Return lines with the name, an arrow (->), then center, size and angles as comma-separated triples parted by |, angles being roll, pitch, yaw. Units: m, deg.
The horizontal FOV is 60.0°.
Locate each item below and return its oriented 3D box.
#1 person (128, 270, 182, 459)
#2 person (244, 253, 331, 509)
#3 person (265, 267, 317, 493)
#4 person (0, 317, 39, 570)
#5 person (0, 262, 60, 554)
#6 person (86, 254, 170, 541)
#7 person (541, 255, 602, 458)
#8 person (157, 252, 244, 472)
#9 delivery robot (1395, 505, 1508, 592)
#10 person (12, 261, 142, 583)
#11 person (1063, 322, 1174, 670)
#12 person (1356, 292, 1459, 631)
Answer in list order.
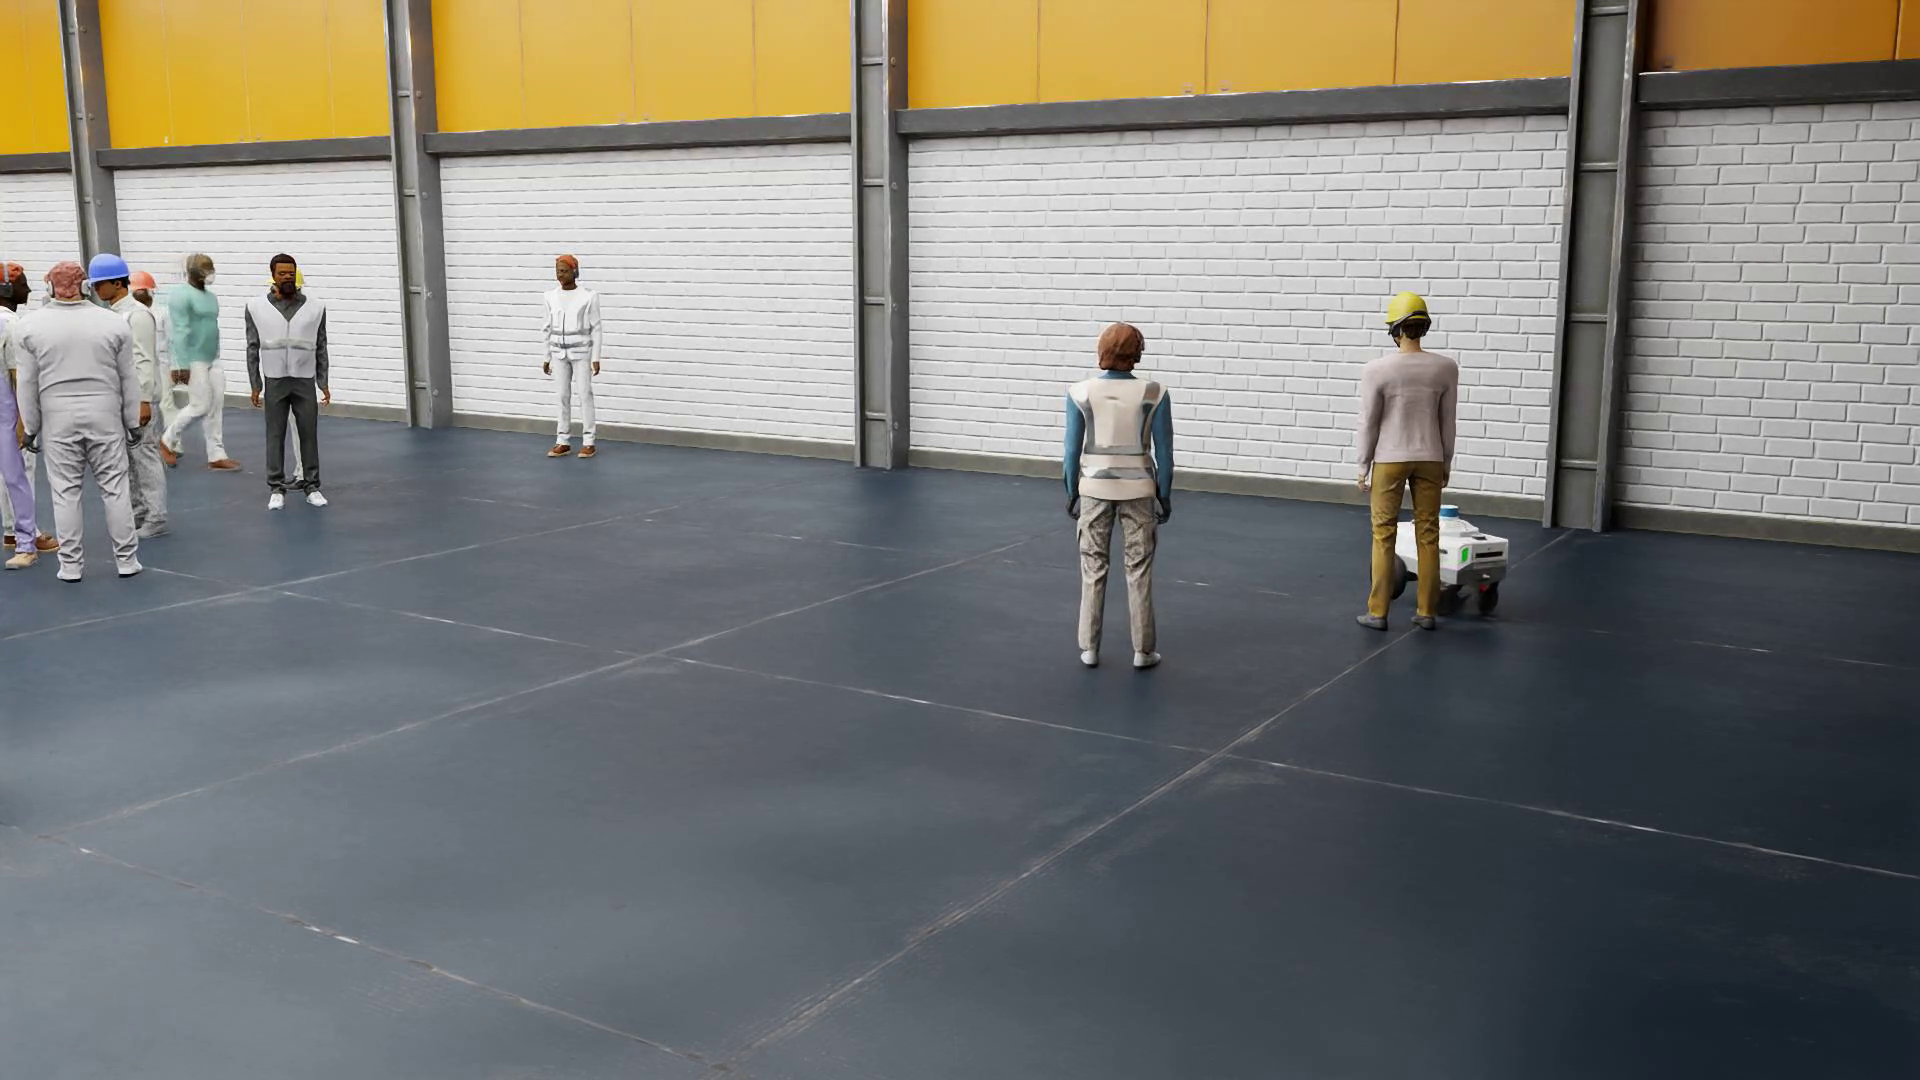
person -> -7.427, -1.590, 15.241 | 0.576, 1.748, 0.345 | 2, 10, 12
person -> -5.086, -1.202, 12.626 | 0.593, 1.922, 0.391 | -6, 12, -29
person -> -5.390, -1.305, 13.429 | 0.404, 1.837, 0.588 | -4, 11, -23
person -> -5.970, -0.725, 10.226 | 0.504, 1.839, 0.341 | 0, 10, 2
person -> -6.108, -0.850, 10.776 | 0.343, 1.882, 0.586 | -9, 14, -41
person -> -5.655, -0.967, 11.308 | 0.615, 1.933, 0.418 | 9, 13, 40
person -> -3.622, -1.703, 15.502 | 0.587, 1.882, 0.342 | 2, 10, 13
person -> -6.646, -1.534, 14.451 | 0.635, 1.924, 0.650 | 1, 10, 6
delivery robot -> 2.696, 0.050, 9.211 | 0.477, 0.478, 0.707 | -4, 11, -23
person -> -5.226, -0.699, 9.898 | 0.650, 1.898, 0.401 | -6, 12, -30
person -> 0.745, -0.199, 7.848 | 0.523, 1.638, 0.310 | 2, 10, 12
person -> 2.302, -0.397, 8.624 | 0.524, 1.761, 0.339 | -1, 10, -5
